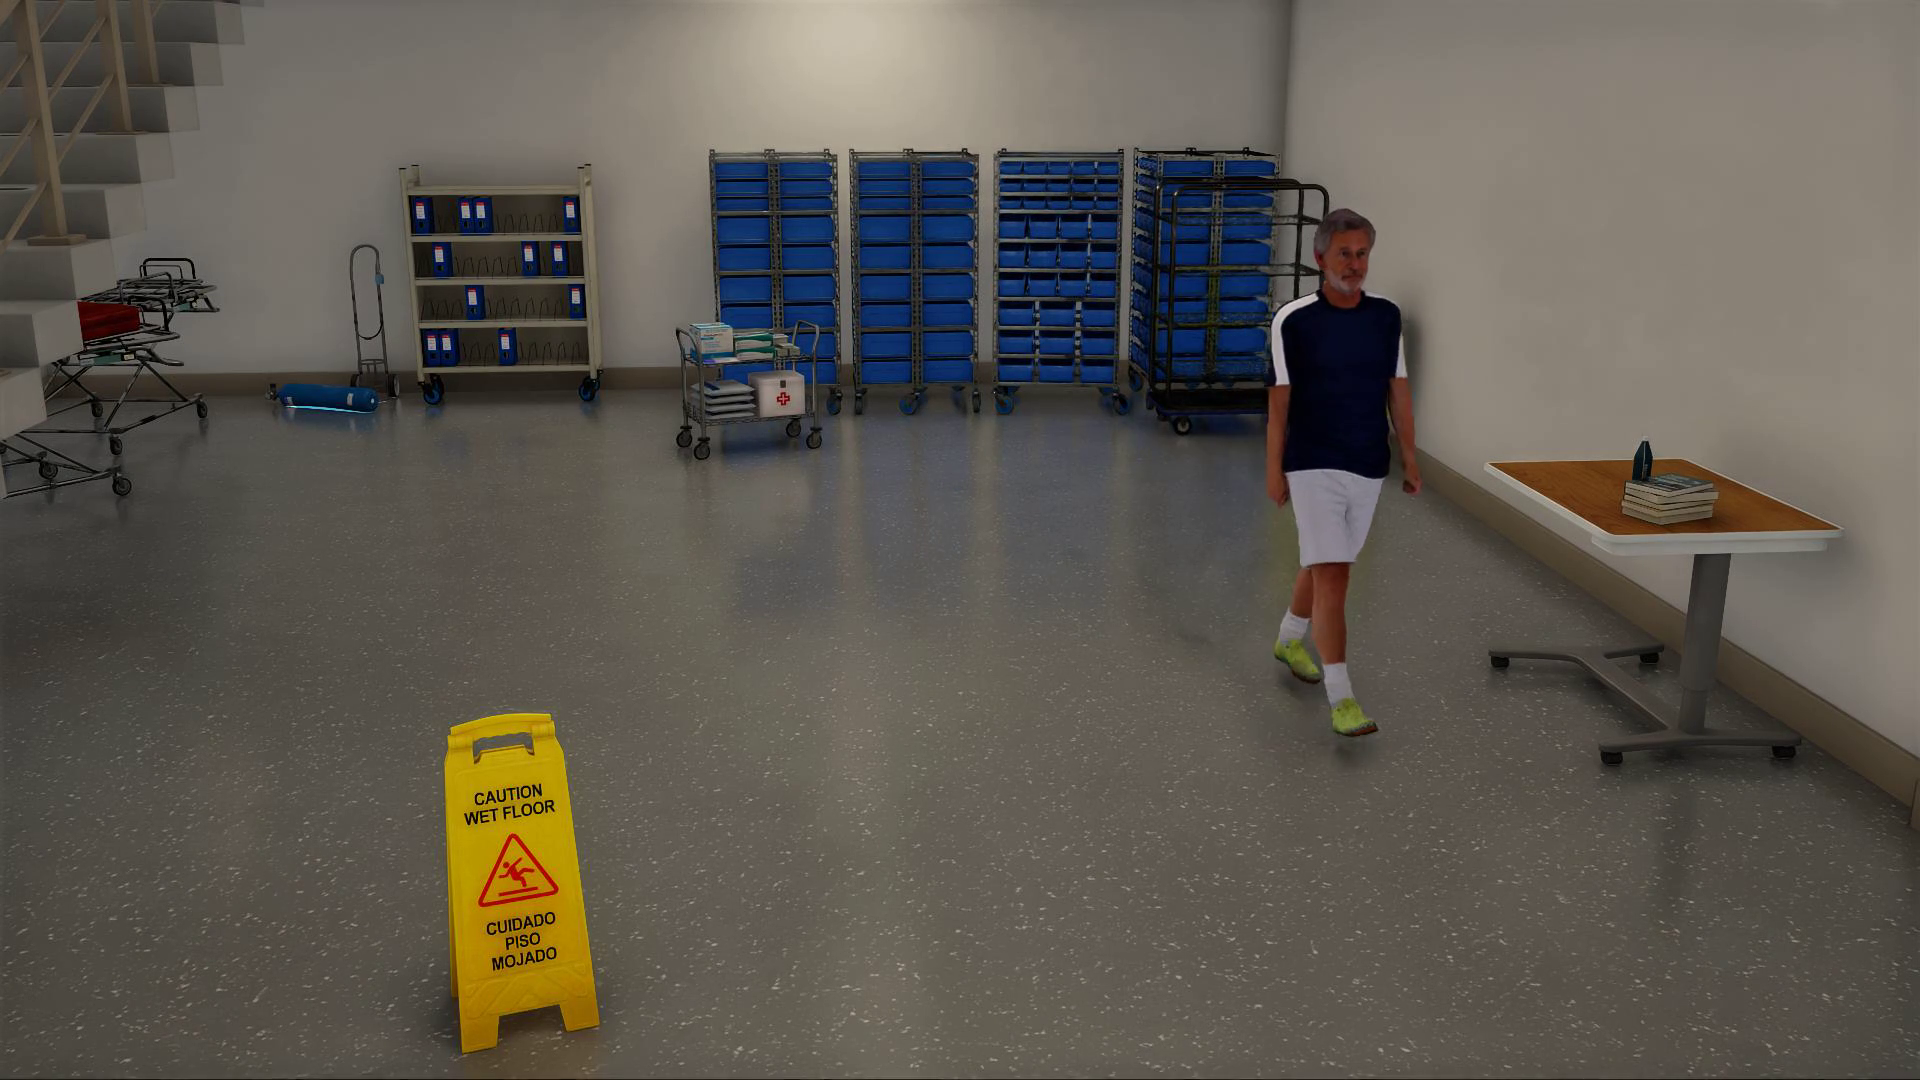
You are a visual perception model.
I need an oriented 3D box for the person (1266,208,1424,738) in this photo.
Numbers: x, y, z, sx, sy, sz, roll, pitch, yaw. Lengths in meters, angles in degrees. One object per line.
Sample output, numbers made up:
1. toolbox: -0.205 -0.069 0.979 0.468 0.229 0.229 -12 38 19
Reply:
1. person: 1.310 -0.260 5.970 0.824 1.794 1.219 -5 16 -16
